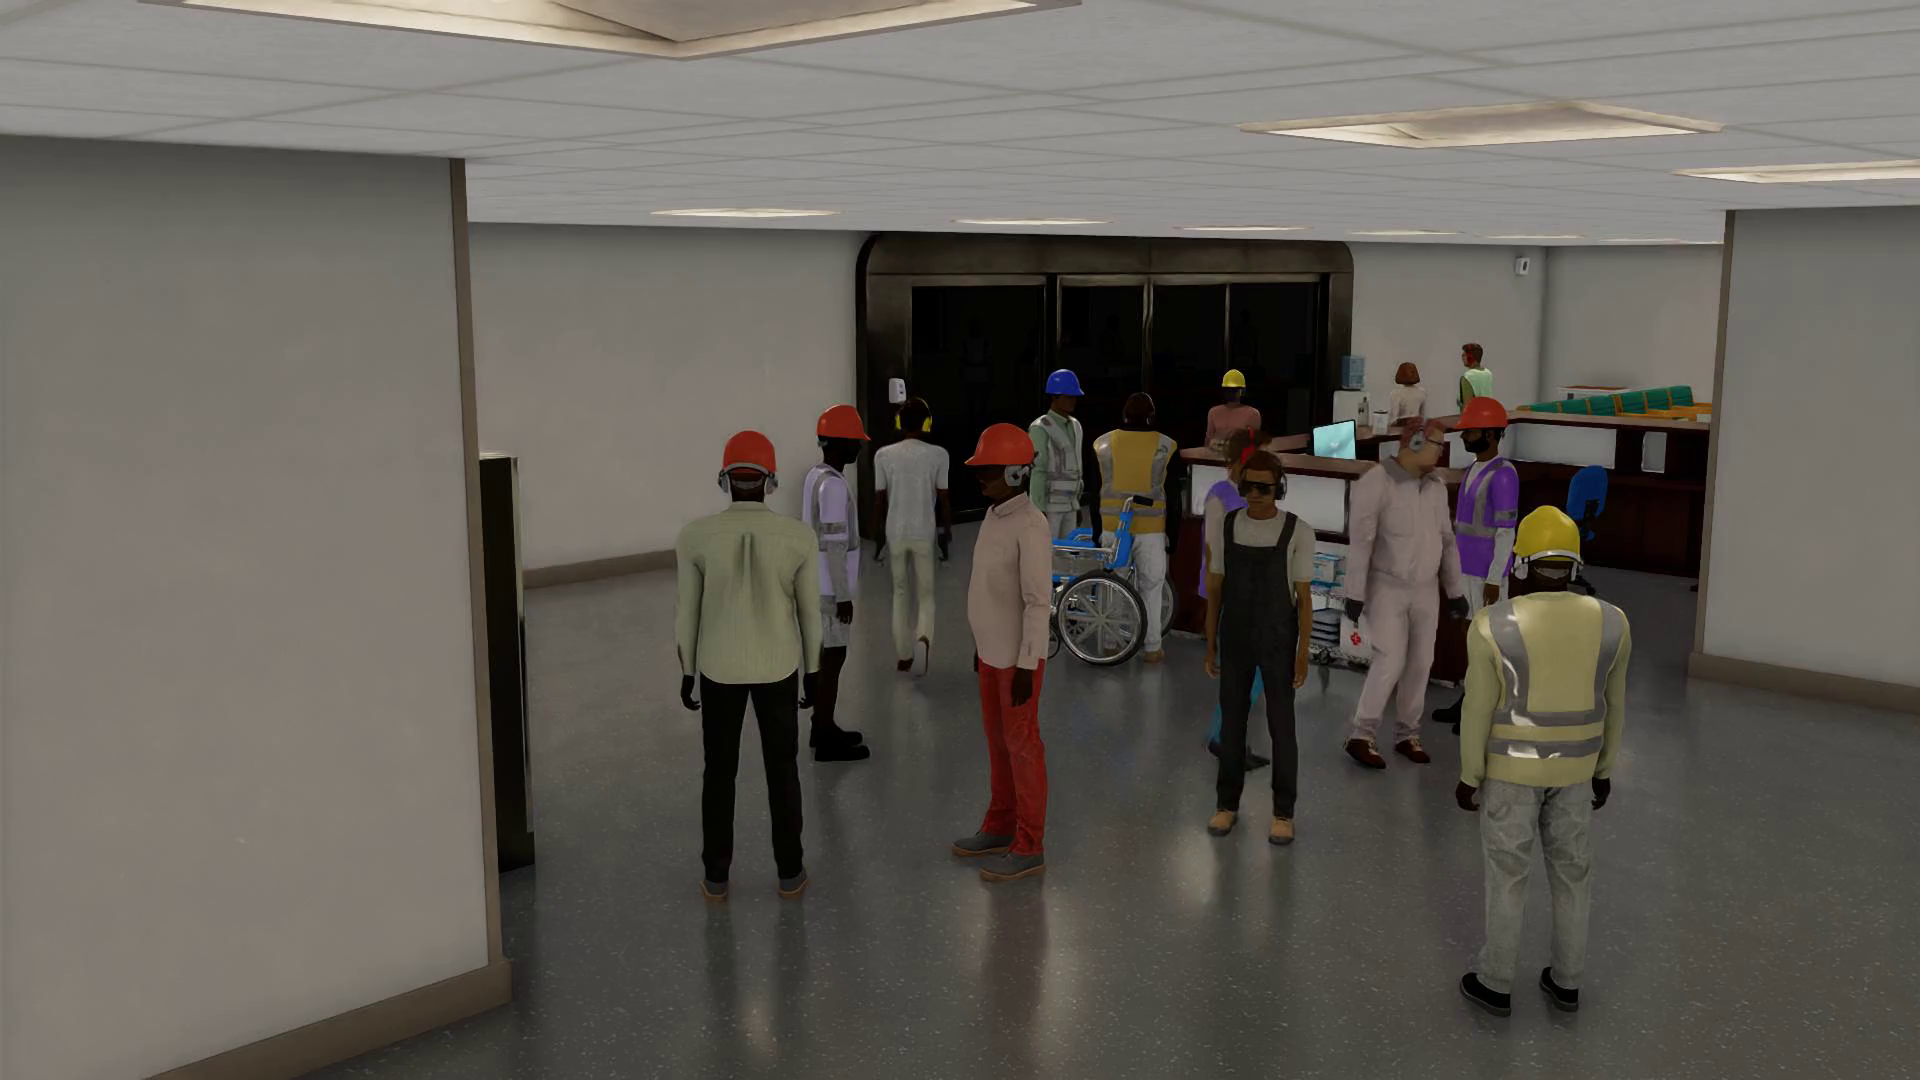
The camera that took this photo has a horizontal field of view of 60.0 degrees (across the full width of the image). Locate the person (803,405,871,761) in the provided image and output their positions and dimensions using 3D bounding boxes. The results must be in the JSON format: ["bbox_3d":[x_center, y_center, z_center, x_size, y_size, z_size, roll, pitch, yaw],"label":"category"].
[{"bbox_3d":[-0.667,0.229,9.056,0.389,1.928,0.549,-2,10,-13],"label":"person"}]

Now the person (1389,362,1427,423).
[{"bbox_3d":[4.911,-1.138,18.327,0.502,1.636,0.280,-5,10,-27],"label":"person"}]

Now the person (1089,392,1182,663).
[{"bbox_3d":[1.185,-0.079,11.240,0.627,1.835,0.429,2,10,13],"label":"person"}]

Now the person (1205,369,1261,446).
[{"bbox_3d":[2.419,-0.635,14.837,0.527,1.772,0.306,6,11,31],"label":"person"}]

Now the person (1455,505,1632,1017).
[{"bbox_3d":[2.044,0.789,5.909,0.590,1.833,0.404,-1,9,-6],"label":"person"}]

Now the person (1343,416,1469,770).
[{"bbox_3d":[2.396,0.280,8.923,0.689,1.875,0.511,-4,10,-25],"label":"person"}]

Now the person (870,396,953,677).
[{"bbox_3d":[-0.320,-0.004,10.764,0.537,1.846,0.660,1,9,3],"label":"person"}]

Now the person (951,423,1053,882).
[{"bbox_3d":[0.203,0.482,7.289,0.376,1.995,0.609,-3,10,-20],"label":"person"}]

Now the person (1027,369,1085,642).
[{"bbox_3d":[0.706,-0.255,11.953,0.406,1.947,0.607,6,11,33],"label":"person"}]

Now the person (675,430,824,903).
[{"bbox_3d":[-0.887,0.530,7.042,0.622,1.987,0.421,-1,9,-8],"label":"person"}]

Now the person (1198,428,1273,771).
[{"bbox_3d":[1.523,0.320,8.817,0.513,1.817,0.594,6,11,33],"label":"person"}]

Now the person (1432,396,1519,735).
[{"bbox_3d":[2.960,0.150,9.501,0.358,1.938,0.548,-1,9,-5],"label":"person"}]

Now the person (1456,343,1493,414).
[{"bbox_3d":[5.673,-1.249,18.371,0.374,1.841,0.575,8,13,42],"label":"person"}]

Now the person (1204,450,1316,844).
[{"bbox_3d":[1.384,0.491,7.723,0.504,1.837,0.345,5,10,26],"label":"person"}]
